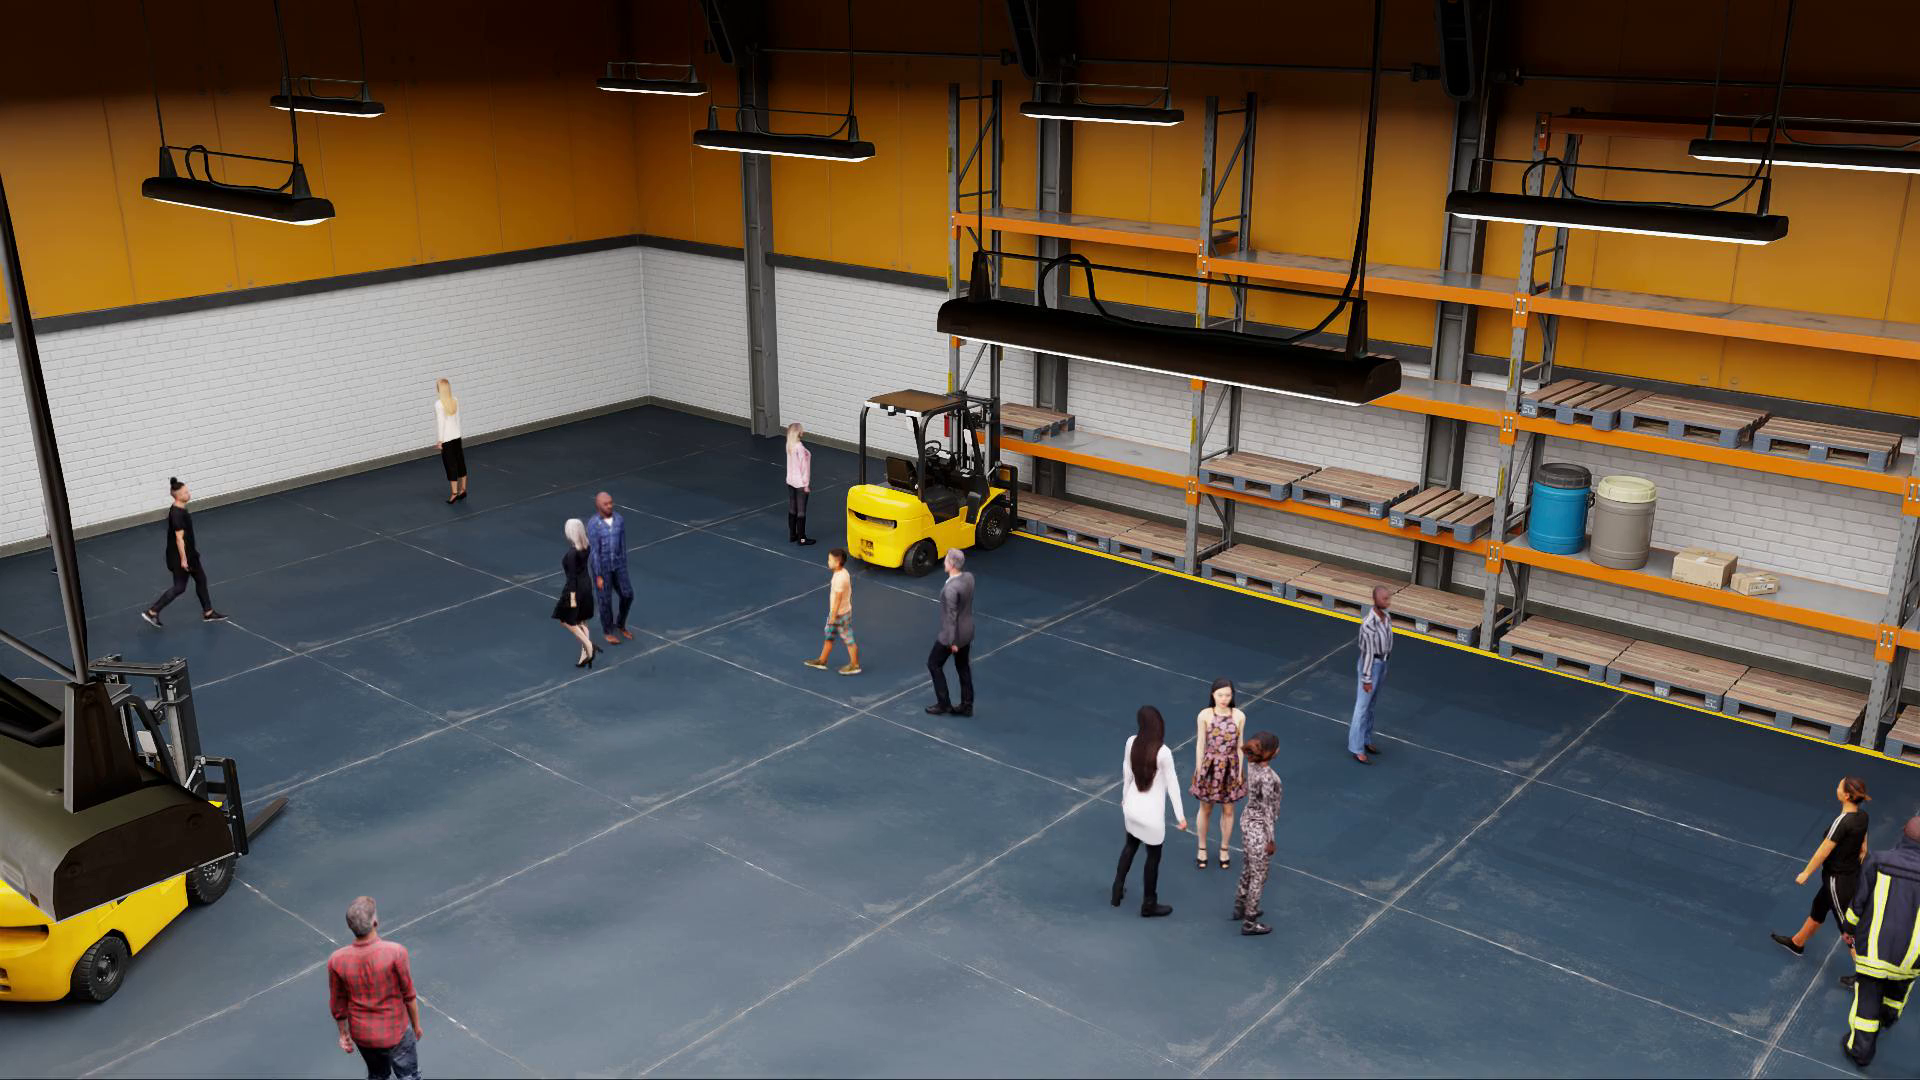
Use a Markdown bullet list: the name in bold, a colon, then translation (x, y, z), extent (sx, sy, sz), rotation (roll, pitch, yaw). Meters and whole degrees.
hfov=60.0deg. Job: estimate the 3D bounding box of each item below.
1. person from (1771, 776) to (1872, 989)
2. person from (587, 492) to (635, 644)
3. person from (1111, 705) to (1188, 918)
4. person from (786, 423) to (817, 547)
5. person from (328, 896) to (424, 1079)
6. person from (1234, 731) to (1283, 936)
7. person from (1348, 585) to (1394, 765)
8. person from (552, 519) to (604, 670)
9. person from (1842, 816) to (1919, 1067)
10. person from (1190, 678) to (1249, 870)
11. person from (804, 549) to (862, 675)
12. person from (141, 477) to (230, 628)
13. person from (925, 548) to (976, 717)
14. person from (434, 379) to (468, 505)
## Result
- **person**: translation (6.731, 2.613, 12.541), extent (0.714, 1.631, 1.123), rotation (-15, 24, -38)
- **person**: translation (-4.093, 0.301, 19.127), extent (0.705, 1.809, 0.702), rotation (-16, 24, -39)
- **person**: translation (1.461, 2.199, 13.513), extent (0.881, 1.796, 0.625), rotation (-11, 21, -28)
- **person**: translation (-2.202, -0.770, 22.499), extent (0.718, 1.688, 0.576), rotation (-12, 22, -31)
- **person**: translation (-3.719, 3.169, 10.614), extent (1.039, 1.808, 1.070), rotation (0, 19, 0)
- **person**: translation (2.373, 2.320, 13.285), extent (0.736, 1.713, 0.674), rotation (-2, 19, -6)
- **person**: translation (4.018, 1.285, 16.230), extent (0.544, 1.793, 0.622), rotation (13, 23, 34)
- **person**: translation (-4.125, 0.615, 18.317), extent (0.843, 1.731, 0.782), rotation (3, 19, 9)
- **person**: translation (6.565, 2.830, 11.675), extent (1.156, 1.772, 0.968), rotation (9, 21, 26)
- **person**: translation (2.208, 1.989, 14.171), extent (0.796, 1.773, 0.863), rotation (0, 19, -1)
- **person**: translation (-1.234, 0.790, 18.252), extent (0.915, 1.442, 0.870), rotation (-2, 19, -7)
- **person**: translation (-9.215, 0.172, 19.478), extent (1.157, 1.830, 1.217), rotation (-7, 20, -20)
- **person**: translation (0.020, 0.971, 17.110), extent (0.784, 1.826, 0.796), rotation (10, 21, 27)
- **person**: translation (-7.434, -1.440, 24.223), extent (0.616, 1.857, 0.665), rotation (8, 20, 22)
